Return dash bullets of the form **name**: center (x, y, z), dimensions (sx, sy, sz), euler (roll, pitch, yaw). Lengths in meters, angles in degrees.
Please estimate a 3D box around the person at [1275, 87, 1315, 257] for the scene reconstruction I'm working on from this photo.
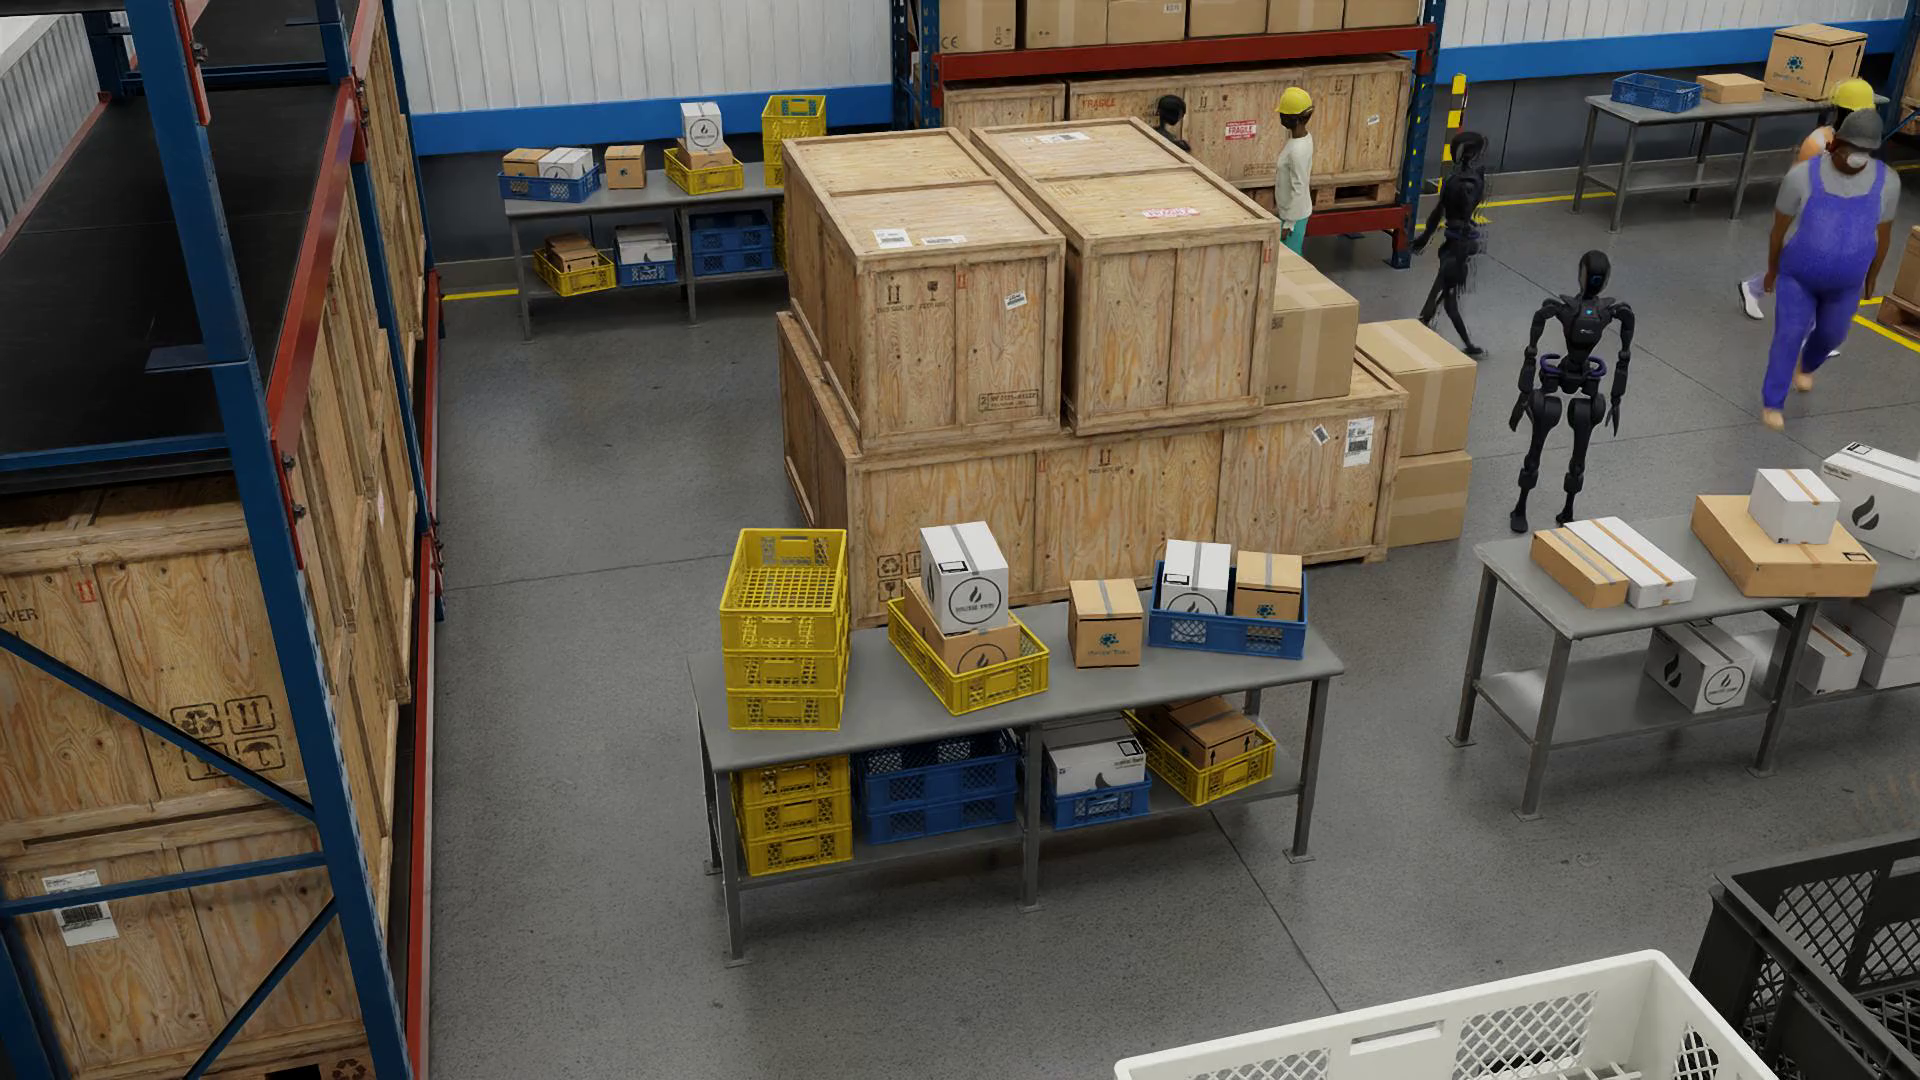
- **person**: center (2.319, -2.303, 11.746), dimensions (0.323, 1.765, 0.529), euler (5, 29, 10)

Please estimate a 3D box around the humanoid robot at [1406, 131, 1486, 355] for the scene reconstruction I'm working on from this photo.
- **humanoid robot**: center (3.337, -1.971, 11.264), dimensions (0.661, 1.637, 0.580), euler (4, 29, 8)

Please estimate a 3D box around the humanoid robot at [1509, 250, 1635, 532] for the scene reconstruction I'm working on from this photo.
- **humanoid robot**: center (3.326, -0.791, 9.089), dimensions (0.579, 1.651, 0.307), euler (5, 29, 9)

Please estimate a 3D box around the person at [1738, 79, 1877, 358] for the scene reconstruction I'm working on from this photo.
- **person**: center (5.970, -2.305, 11.623), dimensions (0.581, 1.885, 0.893), euler (-16, 33, -26)

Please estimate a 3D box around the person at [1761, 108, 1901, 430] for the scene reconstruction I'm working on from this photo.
- **person**: center (5.440, -1.761, 10.479), dimensions (0.687, 2.000, 0.798), euler (8, 30, 14)

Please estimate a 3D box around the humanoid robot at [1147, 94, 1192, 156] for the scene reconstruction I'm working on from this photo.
- **humanoid robot**: center (1.337, -2.435, 12.109), dimensions (0.629, 1.611, 0.647), euler (24, 37, 36)
